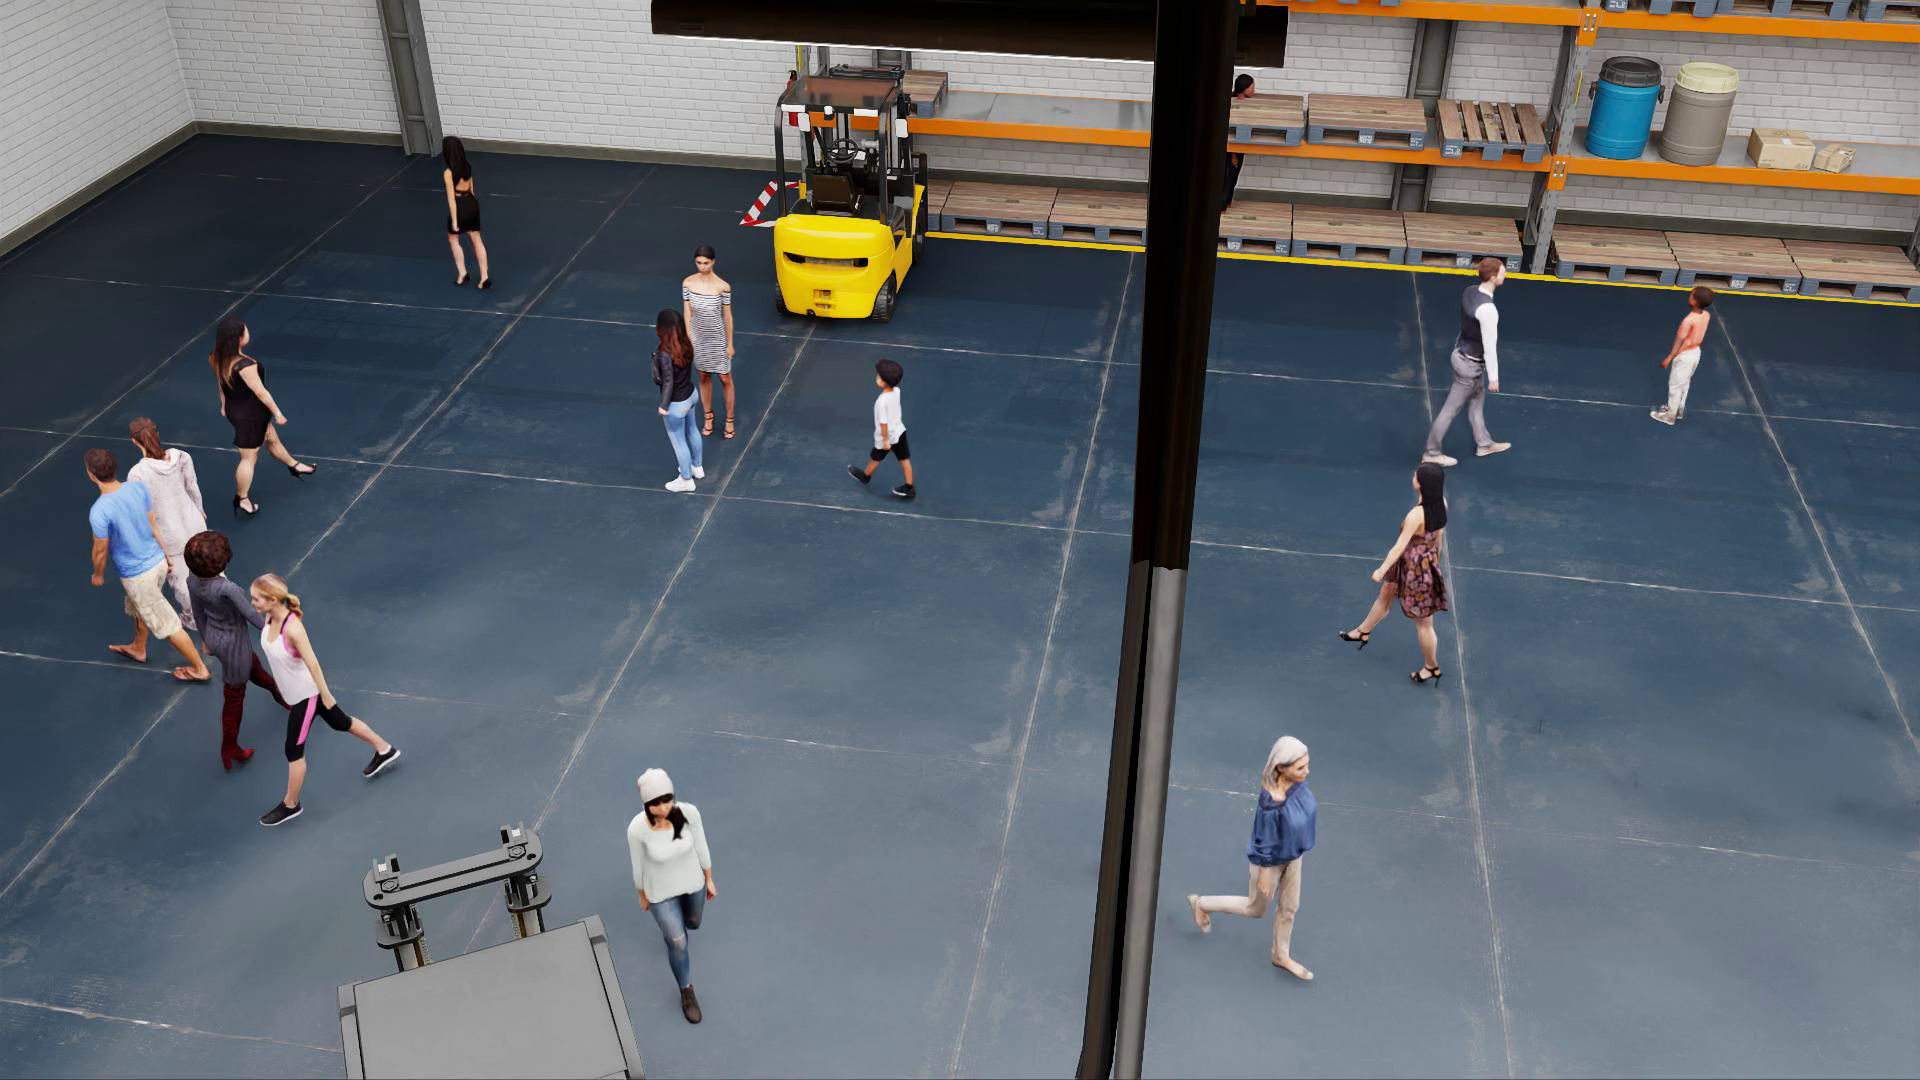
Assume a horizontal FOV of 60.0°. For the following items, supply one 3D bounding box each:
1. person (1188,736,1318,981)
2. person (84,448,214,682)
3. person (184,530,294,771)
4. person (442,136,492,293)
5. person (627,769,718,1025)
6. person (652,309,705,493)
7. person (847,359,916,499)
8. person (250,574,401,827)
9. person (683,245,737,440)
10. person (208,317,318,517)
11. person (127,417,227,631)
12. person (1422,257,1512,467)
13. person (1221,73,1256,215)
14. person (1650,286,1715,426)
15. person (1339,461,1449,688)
[{"bbox_3d":[1.692,1.750,9.348,1.116,1.674,0.904,22,39,29],"label":"person"},{"bbox_3d":[-5.574,0.230,11.498,1.068,1.825,0.636,7,34,10],"label":"person"},{"bbox_3d":[-4.812,0.761,10.835,1.066,1.673,0.892,17,37,24],"label":"person"},{"bbox_3d":[-4.986,-3.289,16.968,0.783,1.631,0.707,18,37,24],"label":"person"},{"bbox_3d":[-1.600,1.867,9.218,0.990,1.623,0.993,-16,37,-23],"label":"person"},{"bbox_3d":[-2.333,-1.172,13.780,0.591,1.634,0.657,10,35,14],"label":"person"},{"bbox_3d":[-0.524,-0.884,13.716,0.930,1.225,0.710,20,38,27],"label":"person"},{"bbox_3d":[-4.044,0.926,10.532,1.166,1.735,1.162,-25,41,-32],"label":"person"},{"bbox_3d":[-2.157,-1.723,14.440,0.444,1.820,0.641,6,34,9],"label":"person"},{"bbox_3d":[-5.799,-0.946,13.405,1.105,1.672,1.047,24,40,31],"label":"person"},{"bbox_3d":[-5.725,-0.119,12.146,0.731,1.689,0.727,24,40,31],"label":"person"},{"bbox_3d":[4.193,-1.478,13.988,1.059,1.912,0.764,1,34,1],"label":"person"},{"bbox_3d":[3.010,-4.276,18.342,0.555,1.754,0.585,11,35,15],"label":"person"},{"bbox_3d":[6.468,-1.628,14.761,0.584,1.306,0.643,-21,39,-29],"label":"person"},{"bbox_3d":[3.224,0.293,11.482,1.136,1.737,0.923,23,40,30],"label":"person"}]
